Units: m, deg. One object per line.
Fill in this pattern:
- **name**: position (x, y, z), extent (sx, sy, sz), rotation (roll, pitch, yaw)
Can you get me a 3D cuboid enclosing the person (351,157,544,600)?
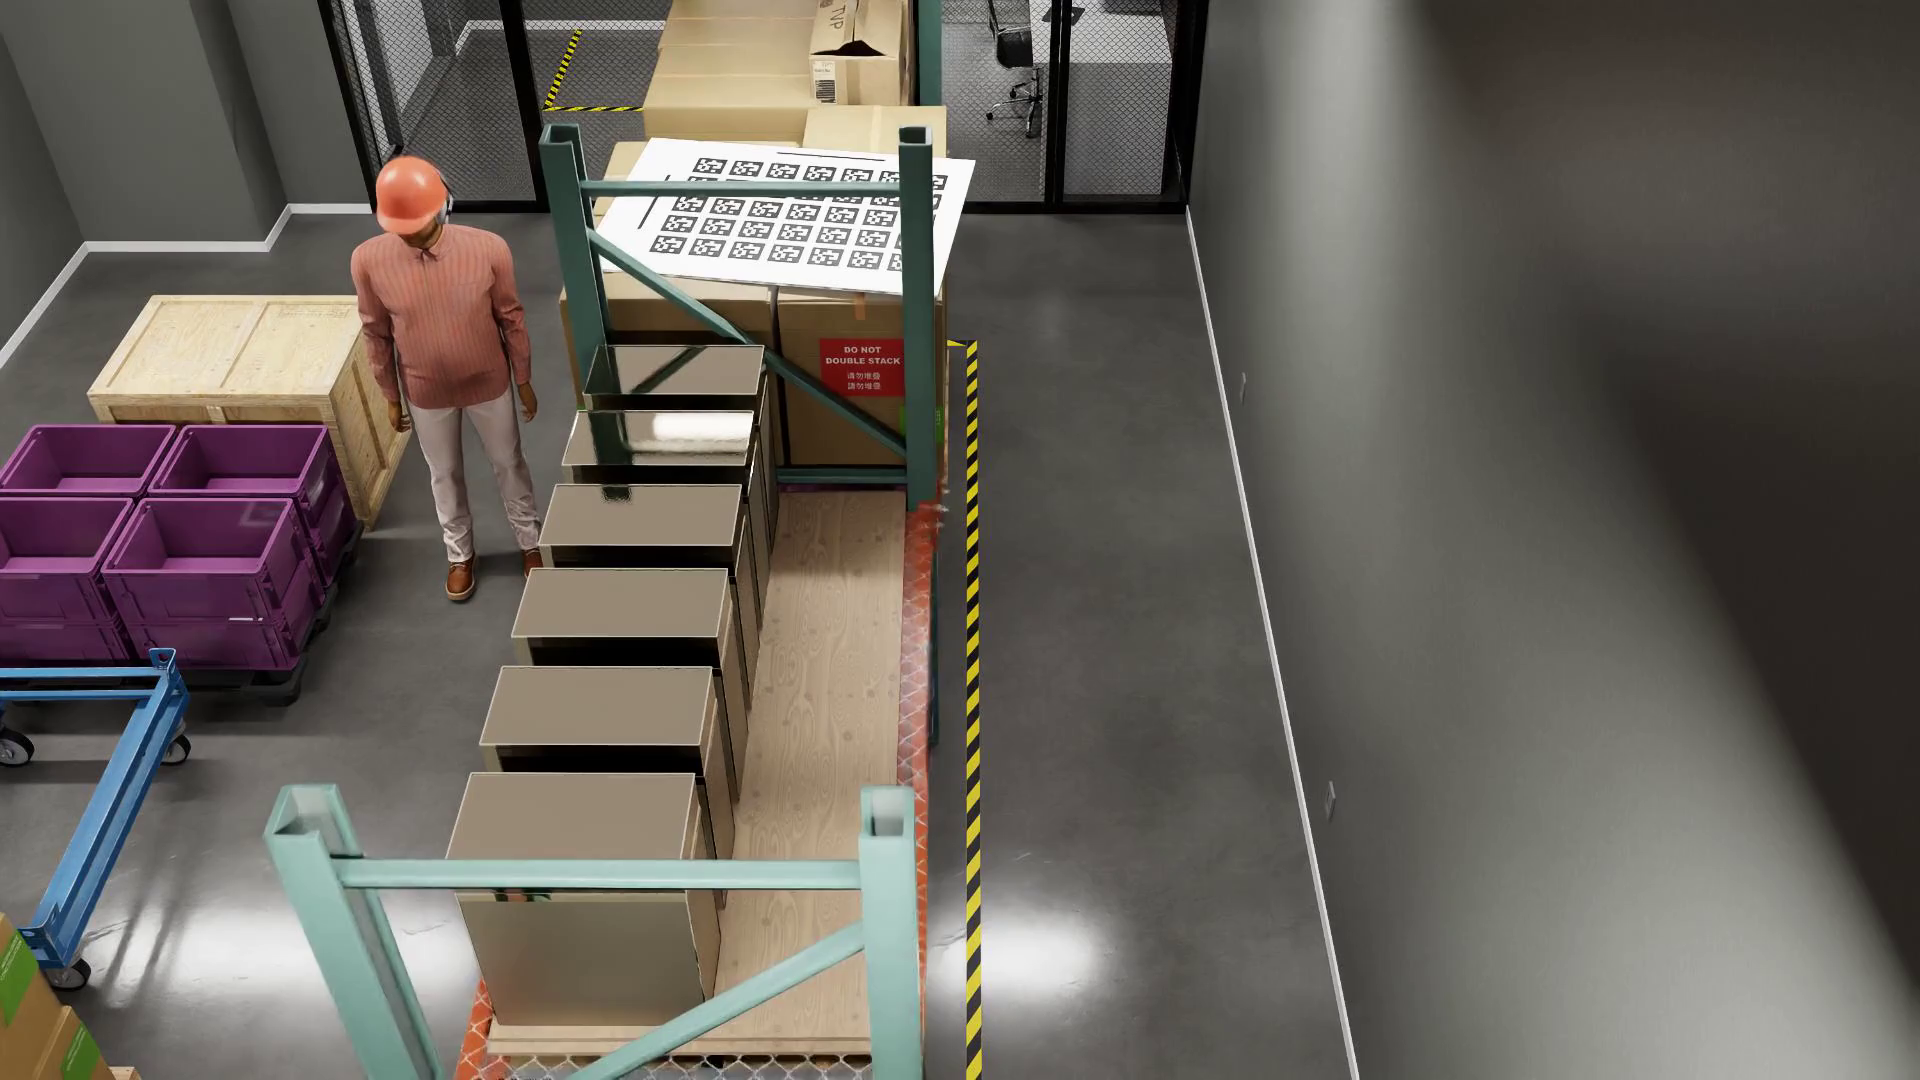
- **person**: position (-1.978, -0.613, 6.552), extent (0.611, 1.986, 0.388), rotation (-10, 42, -11)
